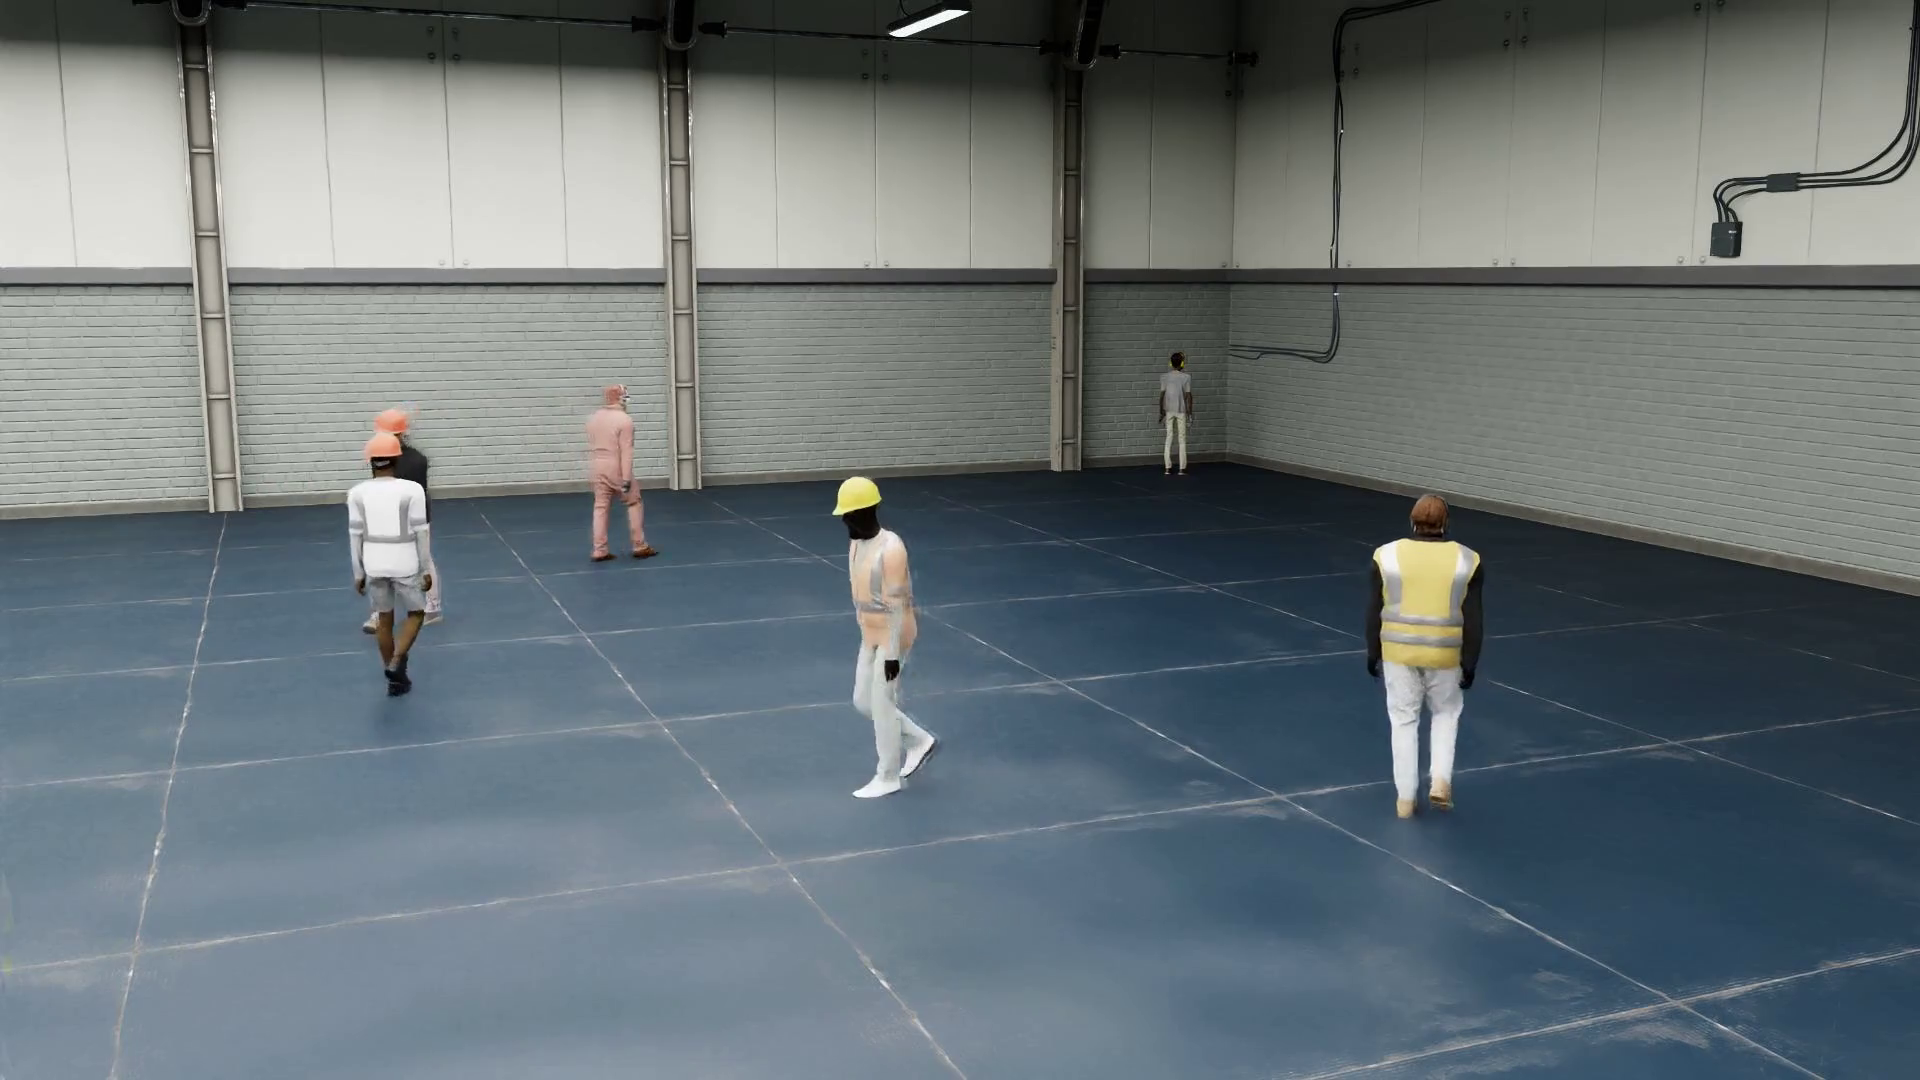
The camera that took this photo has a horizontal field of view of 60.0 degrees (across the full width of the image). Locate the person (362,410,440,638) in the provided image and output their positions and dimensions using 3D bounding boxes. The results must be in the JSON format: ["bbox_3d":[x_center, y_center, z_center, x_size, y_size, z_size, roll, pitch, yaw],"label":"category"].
[{"bbox_3d":[-4.733,-0.147,14.041,0.613,1.915,1.035,3,9,17],"label":"person"}]

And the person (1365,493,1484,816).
[{"bbox_3d":[2.589,0.648,9.330,0.628,1.829,0.447,2,9,14],"label":"person"}]

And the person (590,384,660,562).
[{"bbox_3d":[-3.601,-0.722,17.751,0.667,1.875,0.826,7,11,36],"label":"person"}]

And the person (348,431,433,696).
[{"bbox_3d":[-4.069,0.190,11.875,0.560,1.927,0.521,0,9,-1],"label":"person"}]

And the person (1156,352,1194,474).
[{"bbox_3d":[3.287,-1.927,25.368,0.613,1.861,0.340,4,10,21],"label":"person"}]

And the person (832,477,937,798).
[{"bbox_3d":[-0.445,0.563,9.667,0.593,1.895,0.593,-5,10,-28],"label":"person"}]
